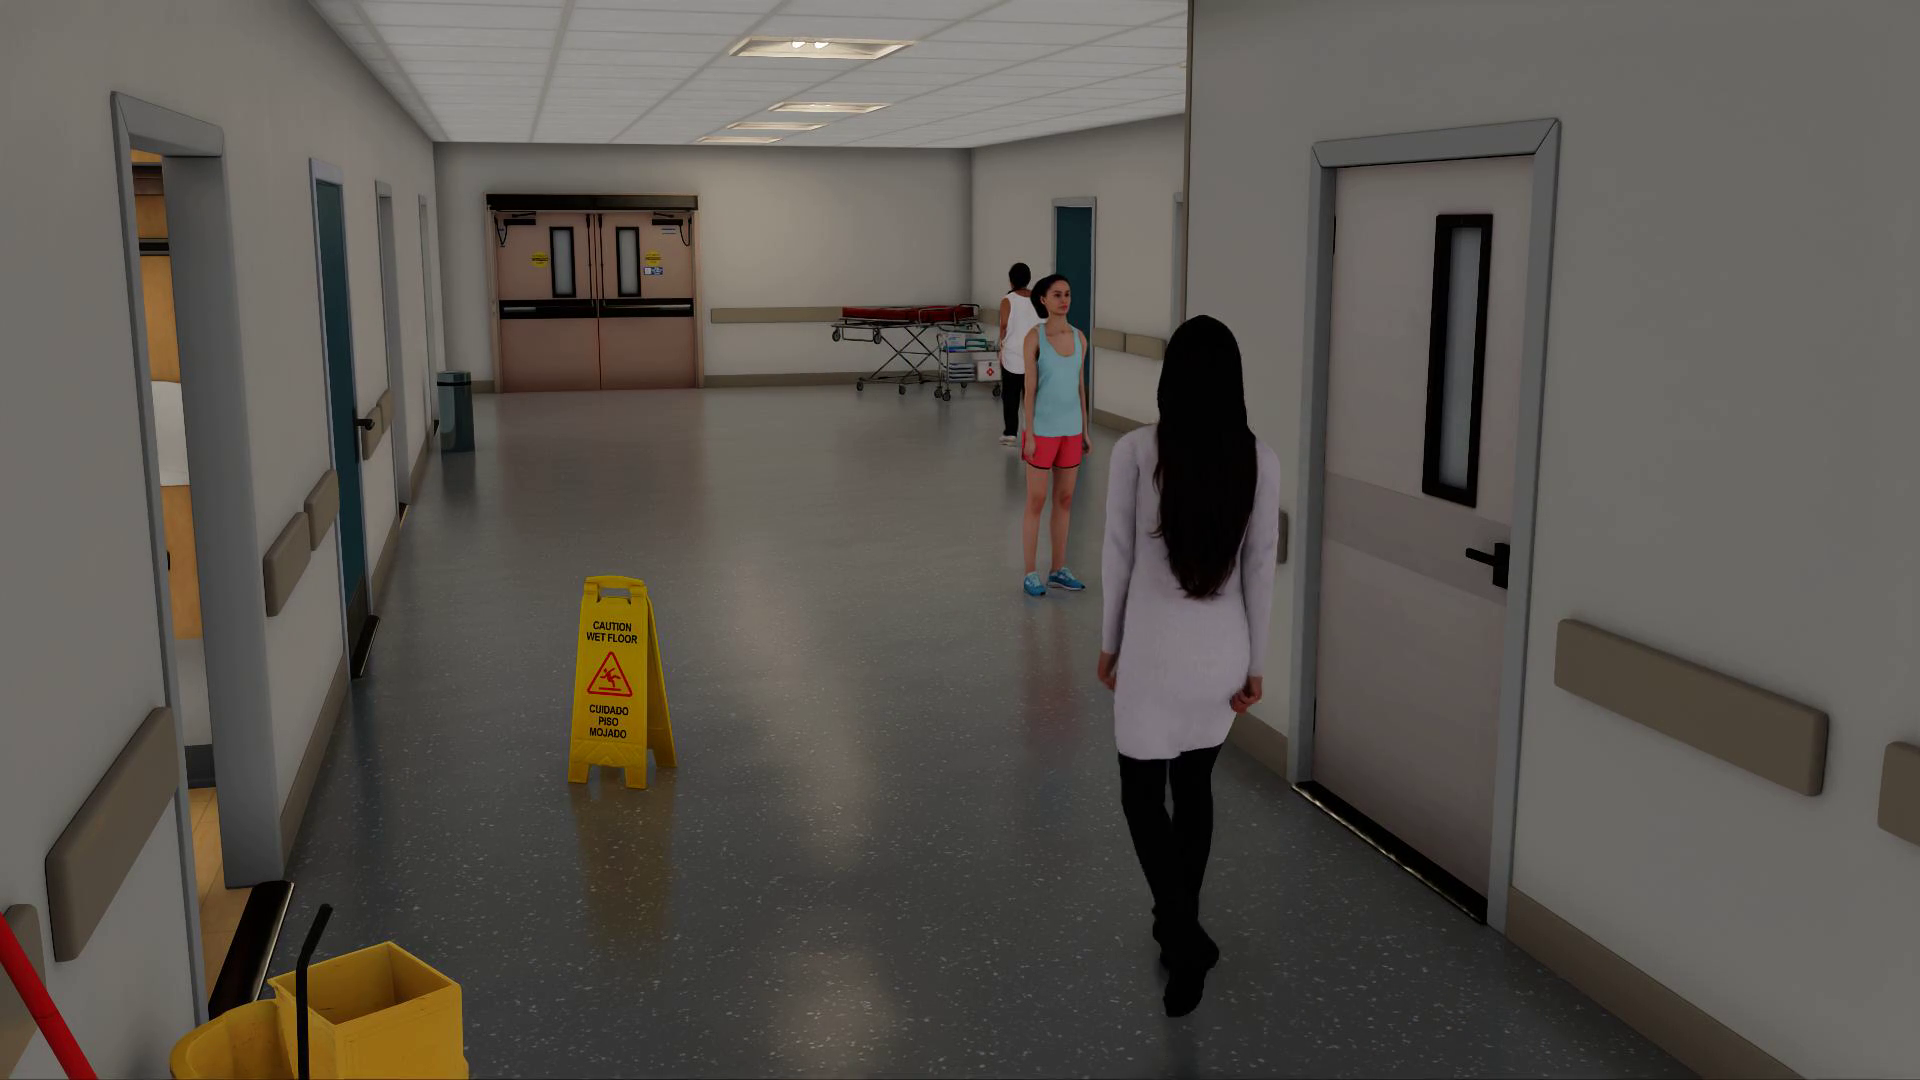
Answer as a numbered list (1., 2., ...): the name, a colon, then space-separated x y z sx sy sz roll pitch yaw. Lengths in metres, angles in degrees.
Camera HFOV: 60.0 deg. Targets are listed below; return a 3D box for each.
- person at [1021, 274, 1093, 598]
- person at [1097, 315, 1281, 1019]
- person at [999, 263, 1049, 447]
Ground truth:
1. person: 0.516 -0.582 9.207 0.655 1.764 0.664 -6 12 -30
2. person: 0.570 0.351 4.243 0.718 1.781 1.071 -1 11 -4
3. person: 0.560 -1.727 15.449 0.704 1.686 0.684 -6 12 -27
